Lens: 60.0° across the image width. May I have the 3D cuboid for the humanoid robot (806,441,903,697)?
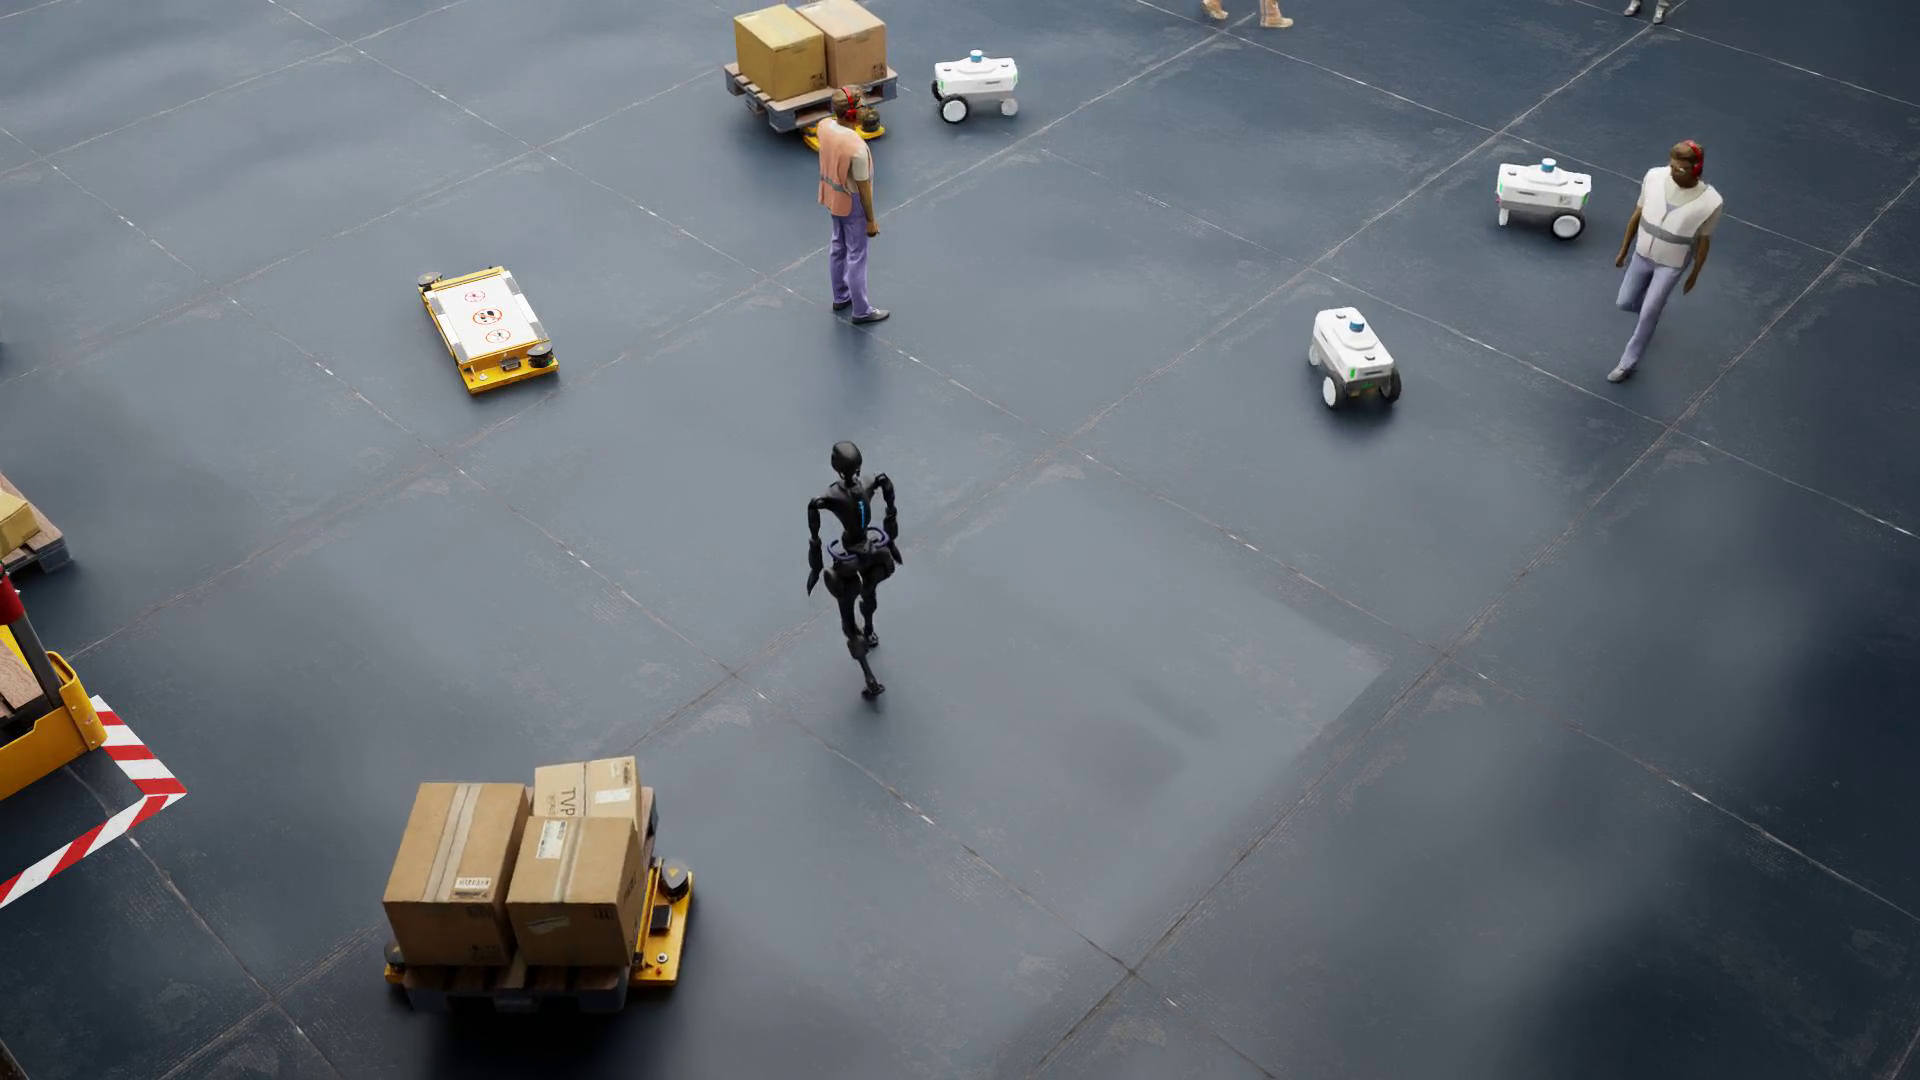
[{"bbox_3d":[-0.556,0.140,9.355,0.586,1.655,0.713,-22,46,-23],"label":"humanoid robot"}]

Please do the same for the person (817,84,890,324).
[{"bbox_3d":[-0.808,-2.415,12.030,0.389,1.847,0.562,-26,48,-26],"label":"person"}]

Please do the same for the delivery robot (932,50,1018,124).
[{"bbox_3d":[0.123,-4.066,14.829,0.774,0.592,0.499,-6,42,-7],"label":"delivery robot"}]

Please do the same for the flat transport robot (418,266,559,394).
[{"bbox_3d":[-3.509,-1.604,12.309,0.659,0.231,1.431,-19,45,-20],"label":"flat transport robot"}]

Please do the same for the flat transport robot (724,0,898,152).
[{"bbox_3d":[-1.321,-3.893,14.853,0.659,0.231,1.431,-24,47,-24],"label":"flat transport robot"}]

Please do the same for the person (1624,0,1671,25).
[{"bbox_3d":[6.785,-5.890,15.908,0.564,1.832,0.410,22,46,23],"label":"person"}]

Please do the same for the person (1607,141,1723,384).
[{"bbox_3d":[4.891,-1.968,11.552,0.628,1.818,0.571,-31,51,-30],"label":"person"}]

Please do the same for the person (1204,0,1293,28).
[{"bbox_3d":[2.815,-5.717,15.800,0.825,1.713,0.465,1,42,1],"label":"person"}]

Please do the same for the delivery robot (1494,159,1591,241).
[{"bbox_3d":[4.715,-2.777,13.410,0.780,0.609,0.515,10,43,11],"label":"delivery robot"}]

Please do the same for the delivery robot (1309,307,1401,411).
[{"bbox_3d":[2.770,-1.321,11.770,0.499,0.580,0.756,-9,43,-10],"label":"delivery robot"}]

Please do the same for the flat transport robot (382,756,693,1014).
[{"bbox_3d":[-2.109,1.921,8.391,1.431,0.231,0.659,0,42,0],"label":"flat transport robot"}]
